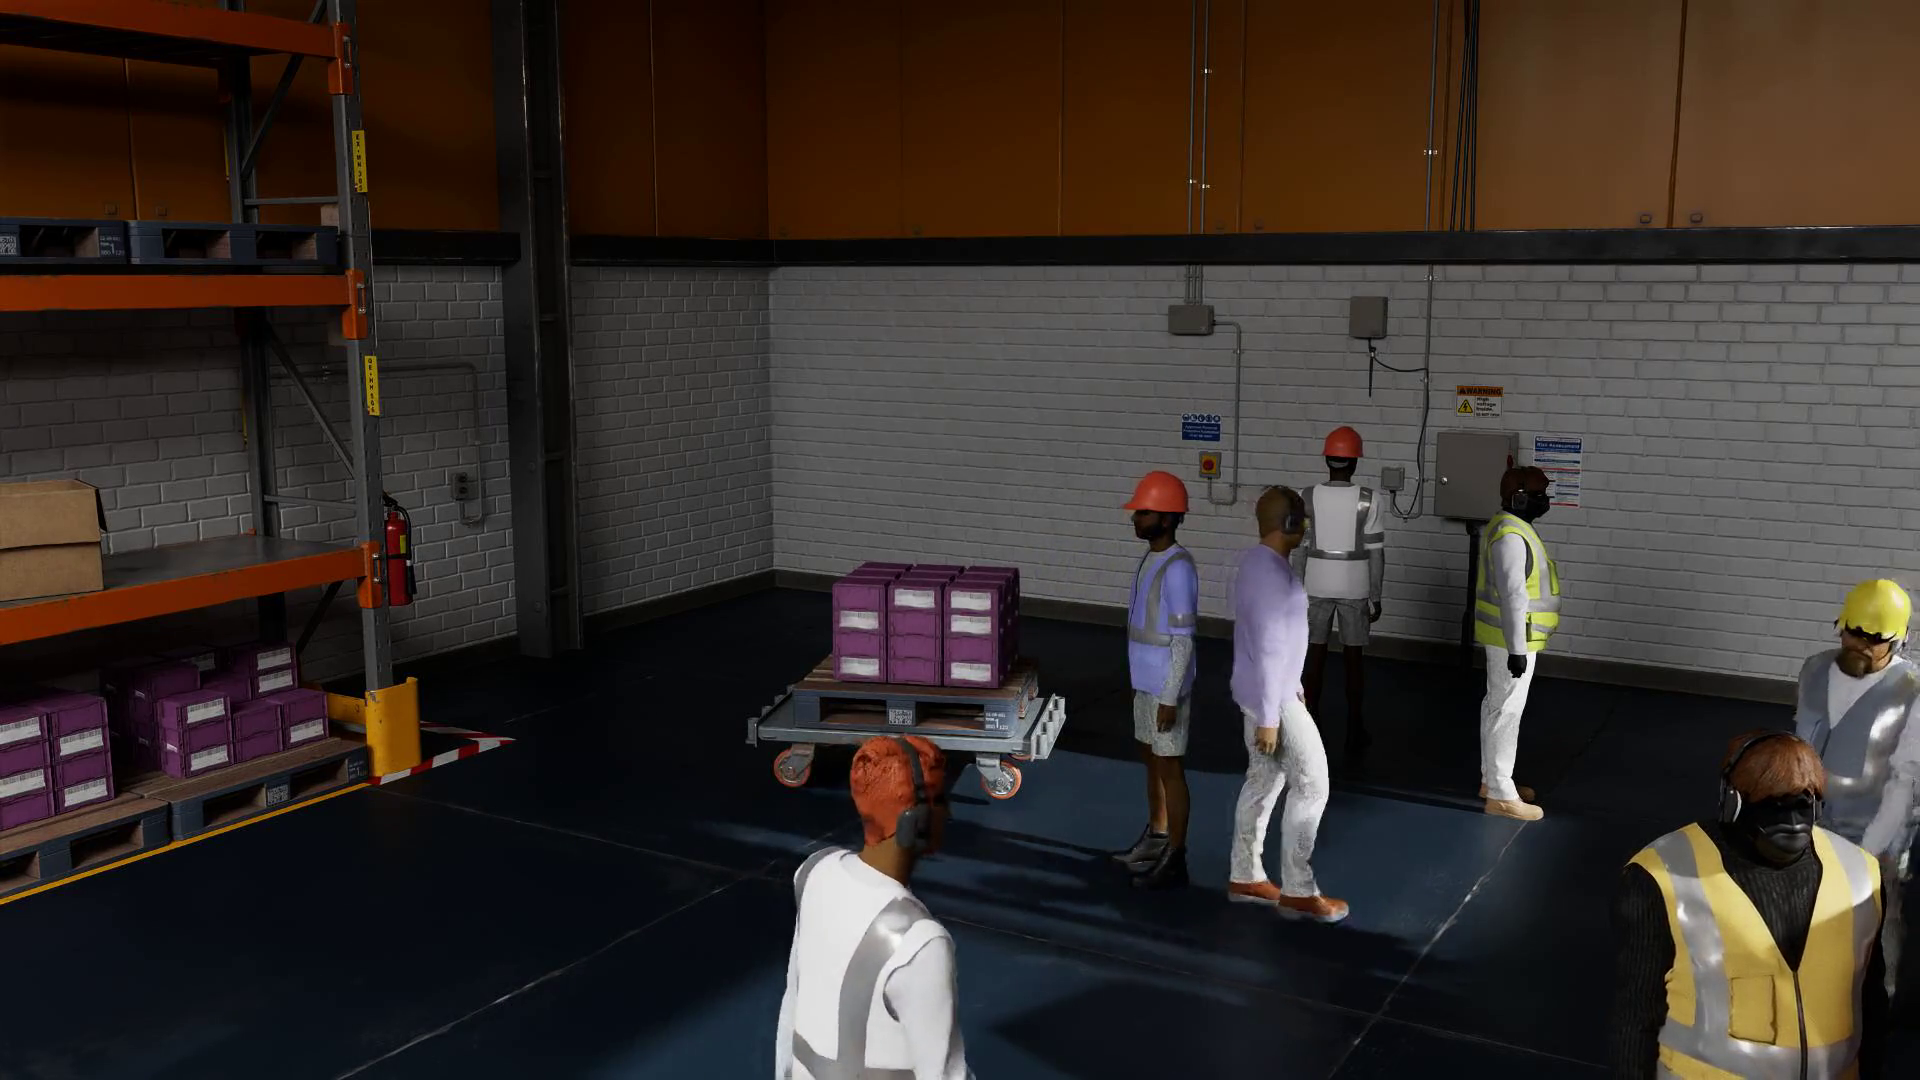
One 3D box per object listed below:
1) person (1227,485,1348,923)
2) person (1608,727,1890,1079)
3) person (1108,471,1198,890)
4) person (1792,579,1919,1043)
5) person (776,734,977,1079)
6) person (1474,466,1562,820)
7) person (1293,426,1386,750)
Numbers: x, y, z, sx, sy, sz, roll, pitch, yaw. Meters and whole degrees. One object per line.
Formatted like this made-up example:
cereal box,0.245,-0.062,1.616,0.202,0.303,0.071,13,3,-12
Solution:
person,1.499,0.718,7.344,0.668,1.910,0.651,1,9,5
person,1.807,1.322,3.823,0.629,1.837,0.429,0,9,-2
person,0.910,0.644,7.712,0.351,1.942,0.545,-2,9,-11
person,3.096,1.012,5.892,0.860,1.781,0.584,-4,10,-25
person,-0.082,1.328,3.716,0.941,1.842,0.614,-5,10,-26
person,2.929,0.525,8.762,0.429,1.845,0.621,2,9,15
person,2.257,0.289,9.938,0.545,1.938,0.358,3,10,20
